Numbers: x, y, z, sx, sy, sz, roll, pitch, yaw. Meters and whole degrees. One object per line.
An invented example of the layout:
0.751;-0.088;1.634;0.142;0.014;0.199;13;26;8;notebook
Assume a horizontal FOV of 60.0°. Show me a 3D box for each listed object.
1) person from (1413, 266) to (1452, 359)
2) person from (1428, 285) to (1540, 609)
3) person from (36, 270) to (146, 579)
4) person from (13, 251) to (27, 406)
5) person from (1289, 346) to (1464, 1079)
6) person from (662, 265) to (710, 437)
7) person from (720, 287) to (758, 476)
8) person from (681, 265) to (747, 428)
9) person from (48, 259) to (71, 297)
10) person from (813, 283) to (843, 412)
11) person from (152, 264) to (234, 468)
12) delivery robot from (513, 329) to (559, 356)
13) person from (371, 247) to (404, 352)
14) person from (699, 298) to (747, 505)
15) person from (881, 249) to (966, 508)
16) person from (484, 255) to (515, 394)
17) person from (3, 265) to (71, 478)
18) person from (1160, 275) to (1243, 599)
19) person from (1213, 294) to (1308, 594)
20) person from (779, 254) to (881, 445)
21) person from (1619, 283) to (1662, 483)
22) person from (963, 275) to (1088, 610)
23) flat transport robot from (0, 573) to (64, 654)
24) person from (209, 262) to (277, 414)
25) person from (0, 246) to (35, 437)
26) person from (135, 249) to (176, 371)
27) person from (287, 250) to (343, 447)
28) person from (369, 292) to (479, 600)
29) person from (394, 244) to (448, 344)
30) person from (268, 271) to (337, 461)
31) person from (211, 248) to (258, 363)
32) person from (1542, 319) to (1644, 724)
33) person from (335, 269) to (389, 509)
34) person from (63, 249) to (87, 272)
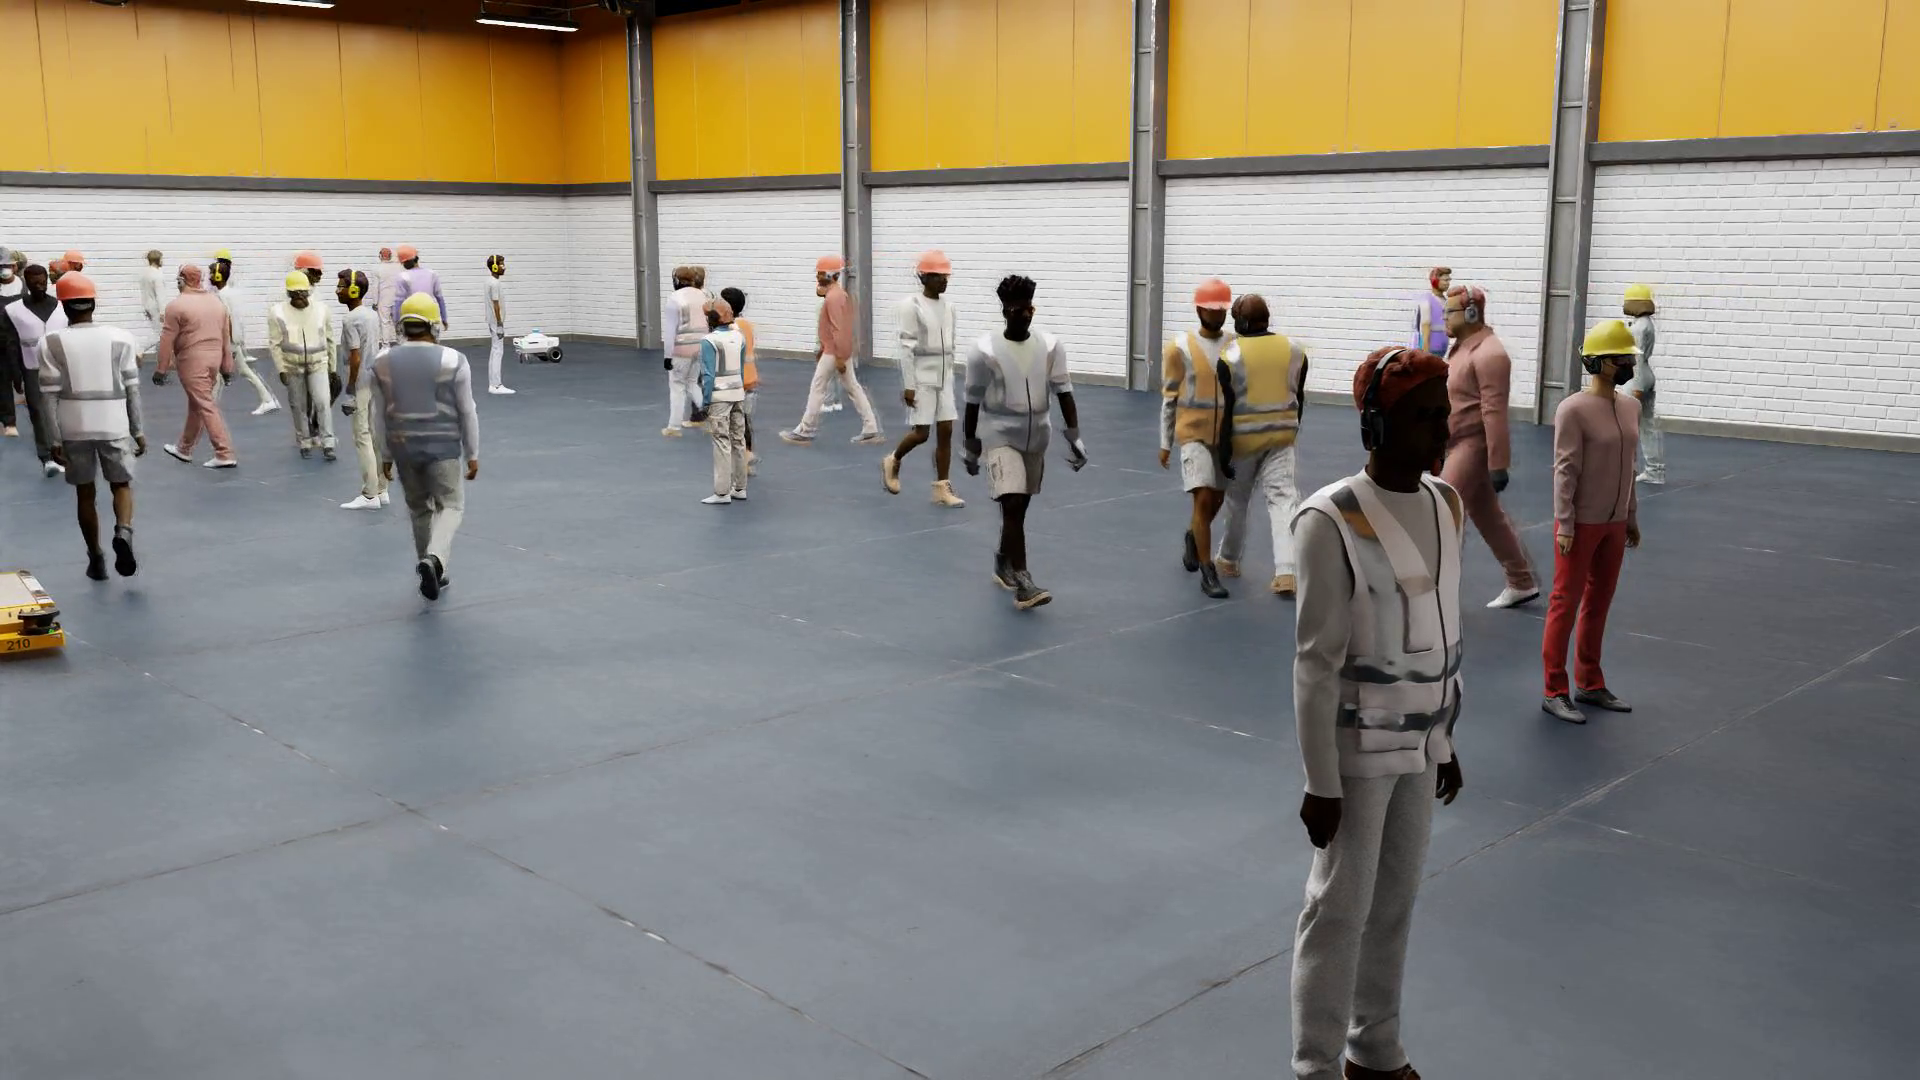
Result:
5.004;-2.013;17.767;0.913;1.819;0.579;10;14;43;person
2.887;-0.497;9.376;0.968;1.867;0.661;1;10;3;person
-5.289;-0.677;10.167;0.567;1.922;0.638;-6;12;-31;person
-11.694;-2.639;20.809;0.636;1.938;0.358;8;13;36;person
0.982;0.496;3.867;0.584;1.882;0.349;-10;14;-43;person
-2.892;-1.981;17.563;0.588;1.826;0.658;7;12;32;person
-1.982;-1.379;14.630;0.370;1.680;0.554;3;11;16;person
-2.743;-2.106;18.247;0.726;1.817;0.550;3;11;15;person
-10.003;-2.196;18.618;0.675;1.858;0.587;-1;10;-8;person
-1.599;-2.371;20.179;0.280;1.636;0.502;6;12;29;person
-7.111;-1.600;15.351;0.971;1.855;0.665;4;11;20;person
-7.103;-3.288;27.870;0.707;0.478;0.477;-8;13;-35;delivery robot
-10.419;-4.361;30.293;0.410;1.909;0.642;10;14;43;person
-1.881;-1.100;13.239;0.309;1.640;0.512;5;12;27;person
-0.271;-1.269;13.105;0.618;2.029;0.716;-10;14;-43;person
-6.250;-2.904;22.477;0.369;1.876;0.557;-5;11;-24;person
-8.032;-1.477;14.686;0.597;1.867;0.997;-8;13;-39;person
1.482;-0.651;10.097;0.564;1.905;0.929;-2;11;-9;person
1.802;-0.587;10.061;0.626;1.788;1.012;-2;10;-8;person
-1.300;-1.926;16.947;1.041;1.943;0.615;1;10;7;person
5.737;-1.344;14.366;0.782;1.713;0.508;6;12;31;person
0.352;-0.579;9.676;0.613;1.905;1.035;-5;11;-23;person
-5.258;0.383;8.883;0.652;0.197;1.431;-7;13;-35;flat transport robot
-8.653;-2.368;19.724;0.999;1.820;0.531;-1;10;-7;person
-10.008;-2.086;17.520;0.689;2.000;0.759;-7;13;-34;person
-12.659;-3.585;26.030;0.748;1.923;0.637;-9;14;-42;person
-6.498;-1.908;16.714;0.497;1.972;0.638;1;10;5;person
-3.110;-0.527;9.668;0.597;1.808;0.711;0;10;-1;person
-7.234;-2.966;22.408;0.730;2.019;0.459;-8;13;-39;person
-6.153;-1.621;15.653;0.595;1.788;0.882;-5;12;-25;person
-12.114;-3.883;27.679;0.613;1.901;0.778;8;13;37;person
2.815;-0.085;7.350;0.525;1.772;0.307;-7;12;-32;person
-4.702;-1.176;13.018;0.321;1.873;0.532;0;10;2;person
-12.259;-3.056;23.102;0.368;1.934;0.543;-6;12;-28;person
